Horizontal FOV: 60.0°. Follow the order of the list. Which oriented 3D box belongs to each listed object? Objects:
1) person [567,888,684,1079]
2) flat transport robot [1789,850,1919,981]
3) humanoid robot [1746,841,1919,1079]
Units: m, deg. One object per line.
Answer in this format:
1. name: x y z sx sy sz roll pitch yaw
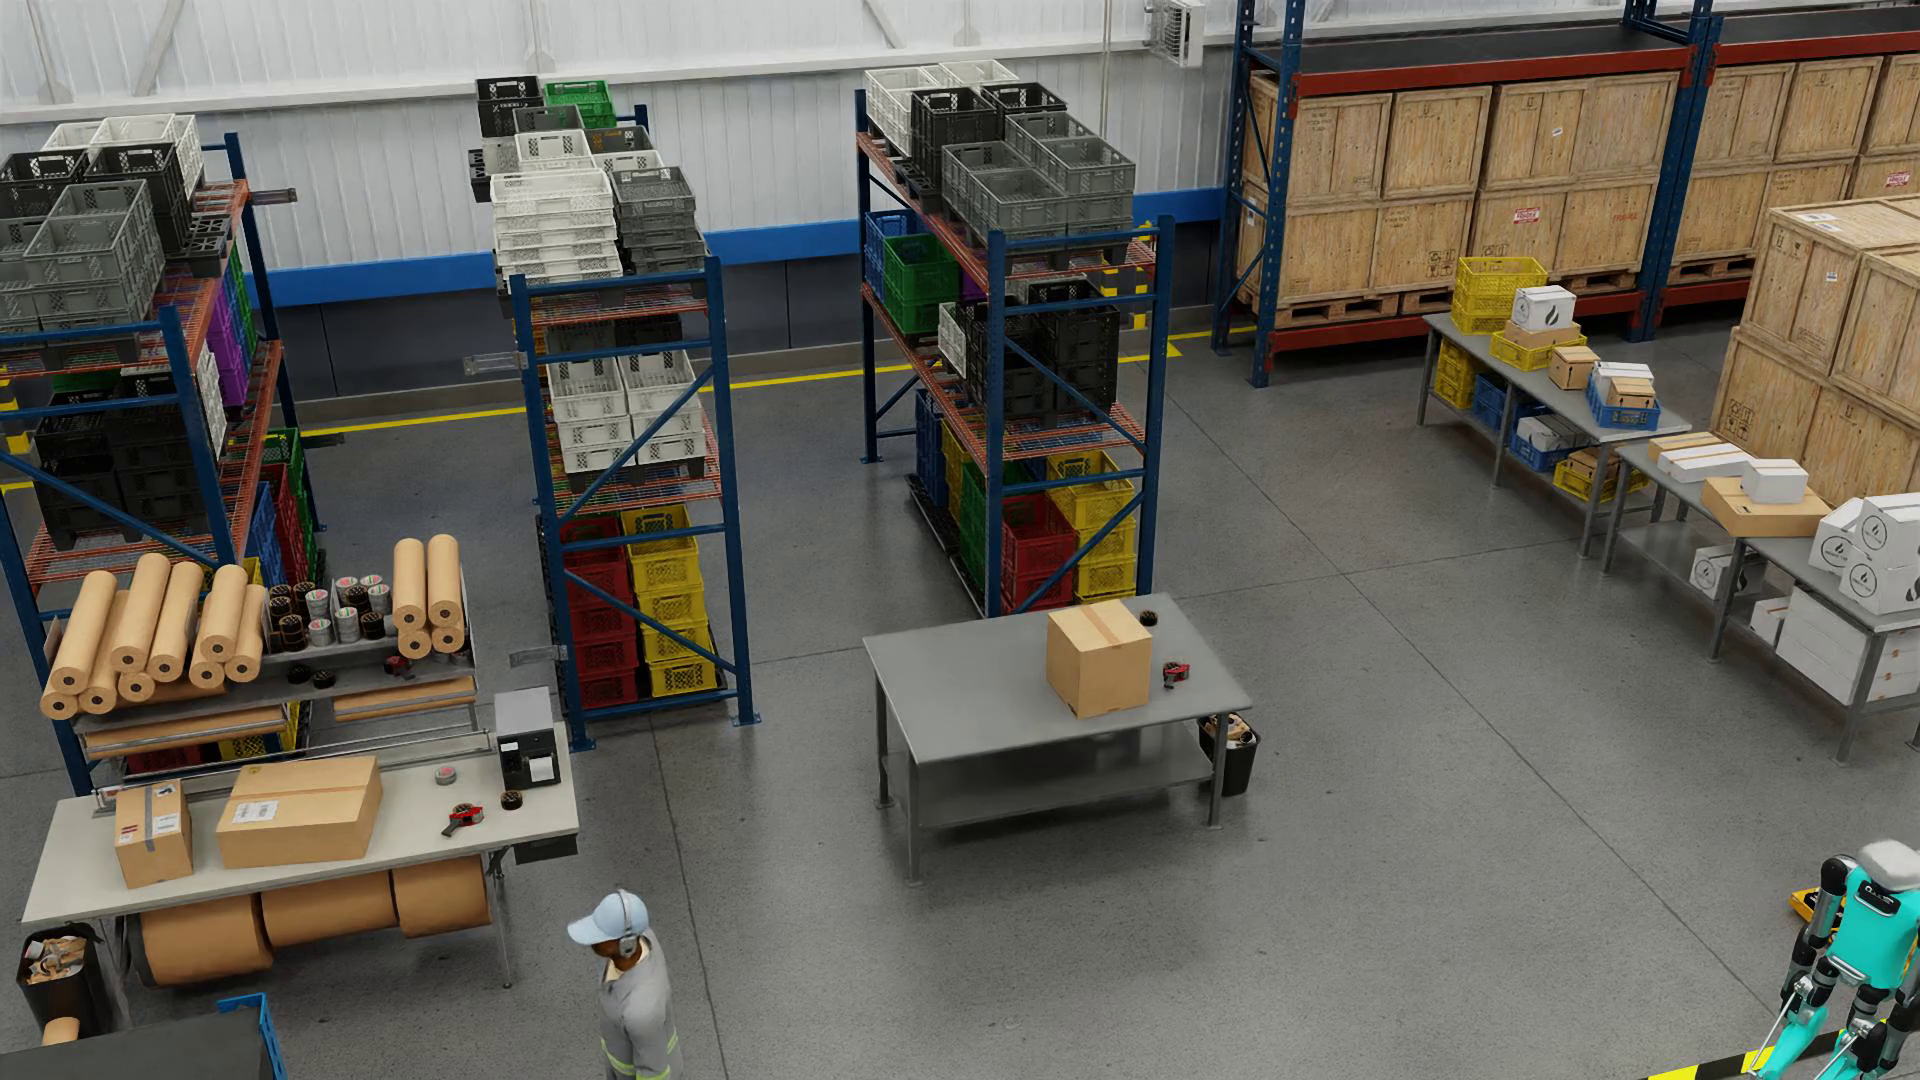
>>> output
1. person: -1.292 2.131 6.639 0.371 1.852 0.588 -9 30 -16
2. flat transport robot: 5.163 1.916 8.676 1.431 0.231 0.659 -8 30 -14
3. humanoid robot: 3.504 2.017 6.827 0.735 1.677 0.533 -16 33 -27
